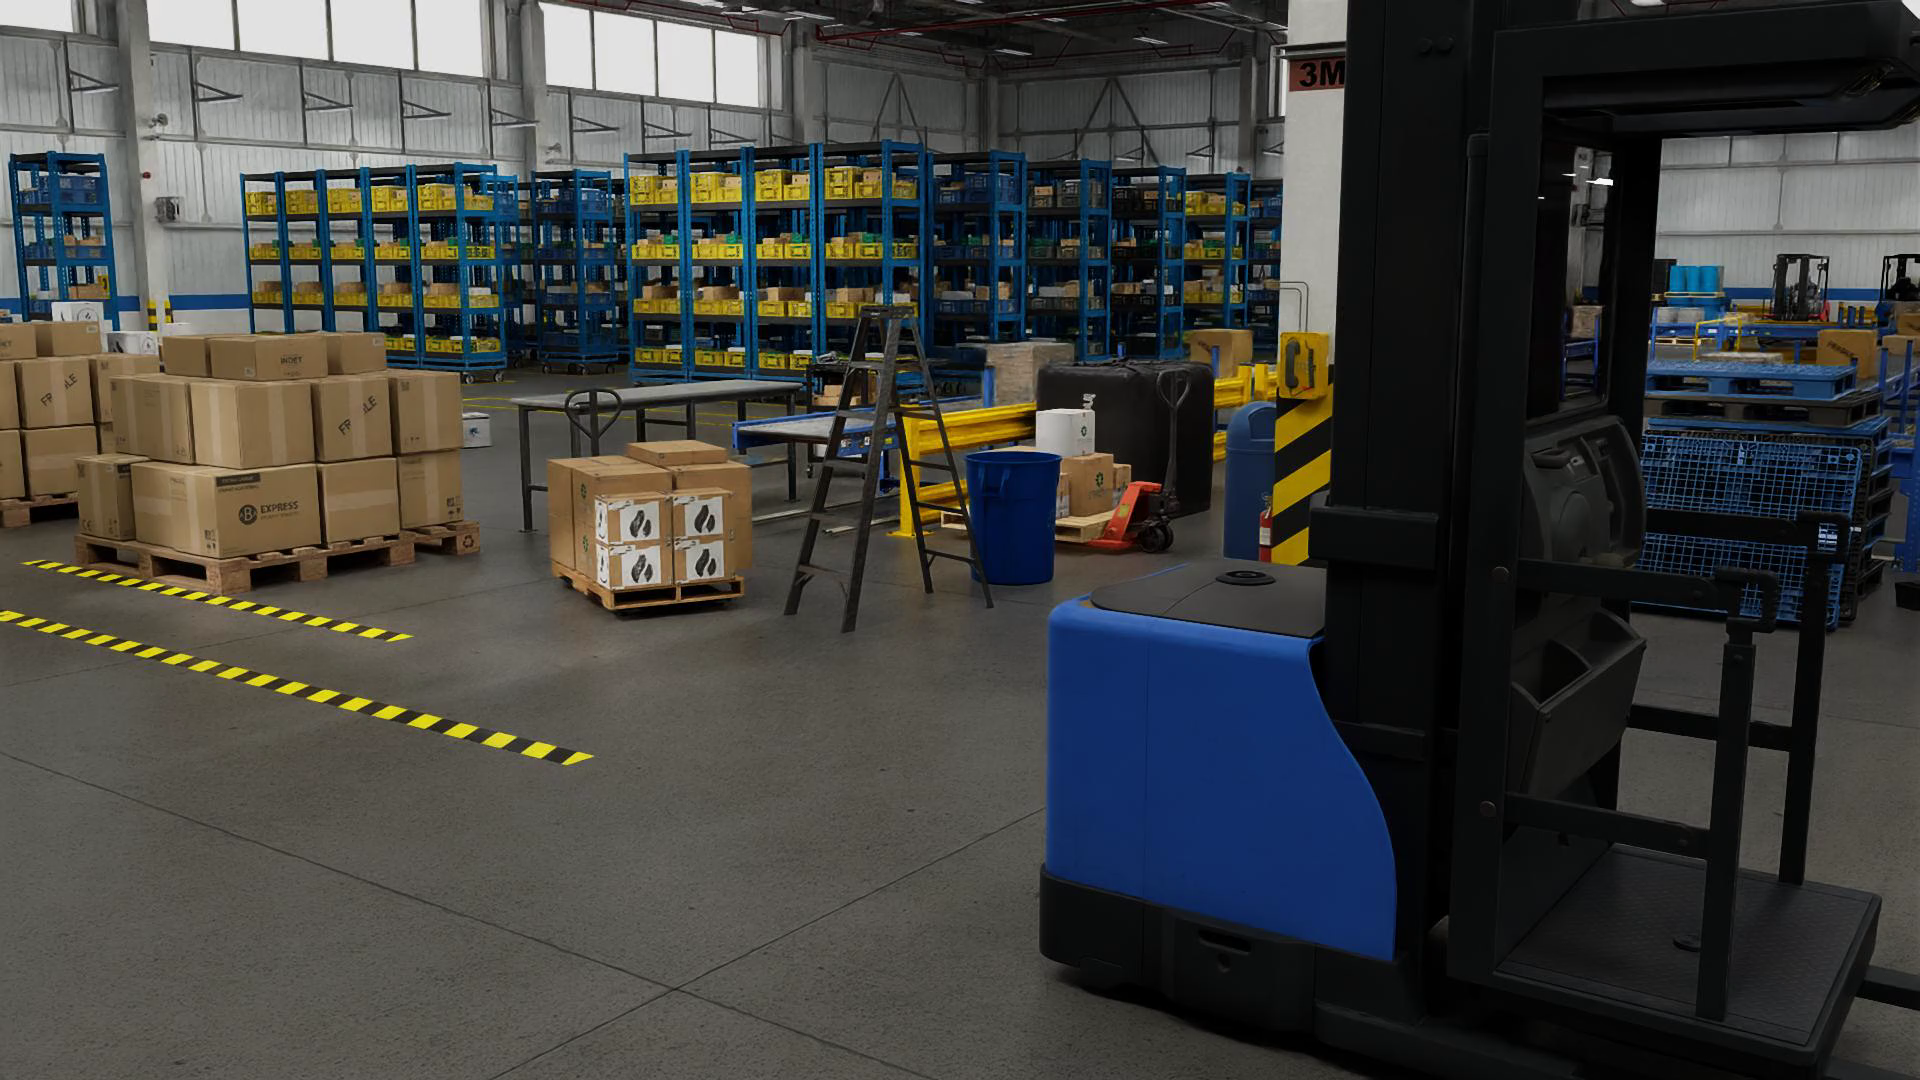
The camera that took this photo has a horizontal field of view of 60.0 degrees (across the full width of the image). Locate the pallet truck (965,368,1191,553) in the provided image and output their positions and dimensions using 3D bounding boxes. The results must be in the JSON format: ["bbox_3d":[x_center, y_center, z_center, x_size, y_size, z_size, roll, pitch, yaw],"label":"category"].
[{"bbox_3d":[0.845,-0.609,11.869,1.630,1.274,0.653,7,12,35],"label":"pallet truck"}]

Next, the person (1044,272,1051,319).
[{"bbox_3d":[1.726,-4.612,34.170,0.589,1.819,0.598,8,12,39],"label":"person"}]

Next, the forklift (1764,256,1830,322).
[{"bbox_3d":[20.253,-5.854,40.139,1.157,1.987,2.680,7,12,35],"label":"forklift"}]

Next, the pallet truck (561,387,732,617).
[{"bbox_3d":[-1.981,-0.274,10.088,0.680,1.201,1.601,-5,11,-28],"label":"pallet truck"}]

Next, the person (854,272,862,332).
[{"bbox_3d":[-2.126,-4.614,33.793,0.619,1.966,0.972,3,10,19],"label":"person"}]

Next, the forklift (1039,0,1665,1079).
[{"bbox_3d":[1.249,-0.137,4.360,1.873,2.768,1.129,7,12,35],"label":"forklift"}]

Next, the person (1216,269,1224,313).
[{"bbox_3d":[7.175,-6.465,45.246,0.593,1.803,0.769,4,10,24],"label":"person"}]

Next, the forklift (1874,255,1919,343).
[{"bbox_3d":[22.089,-5.634,38.796,1.157,1.987,2.680,6,11,33],"label":"forklift"}]
